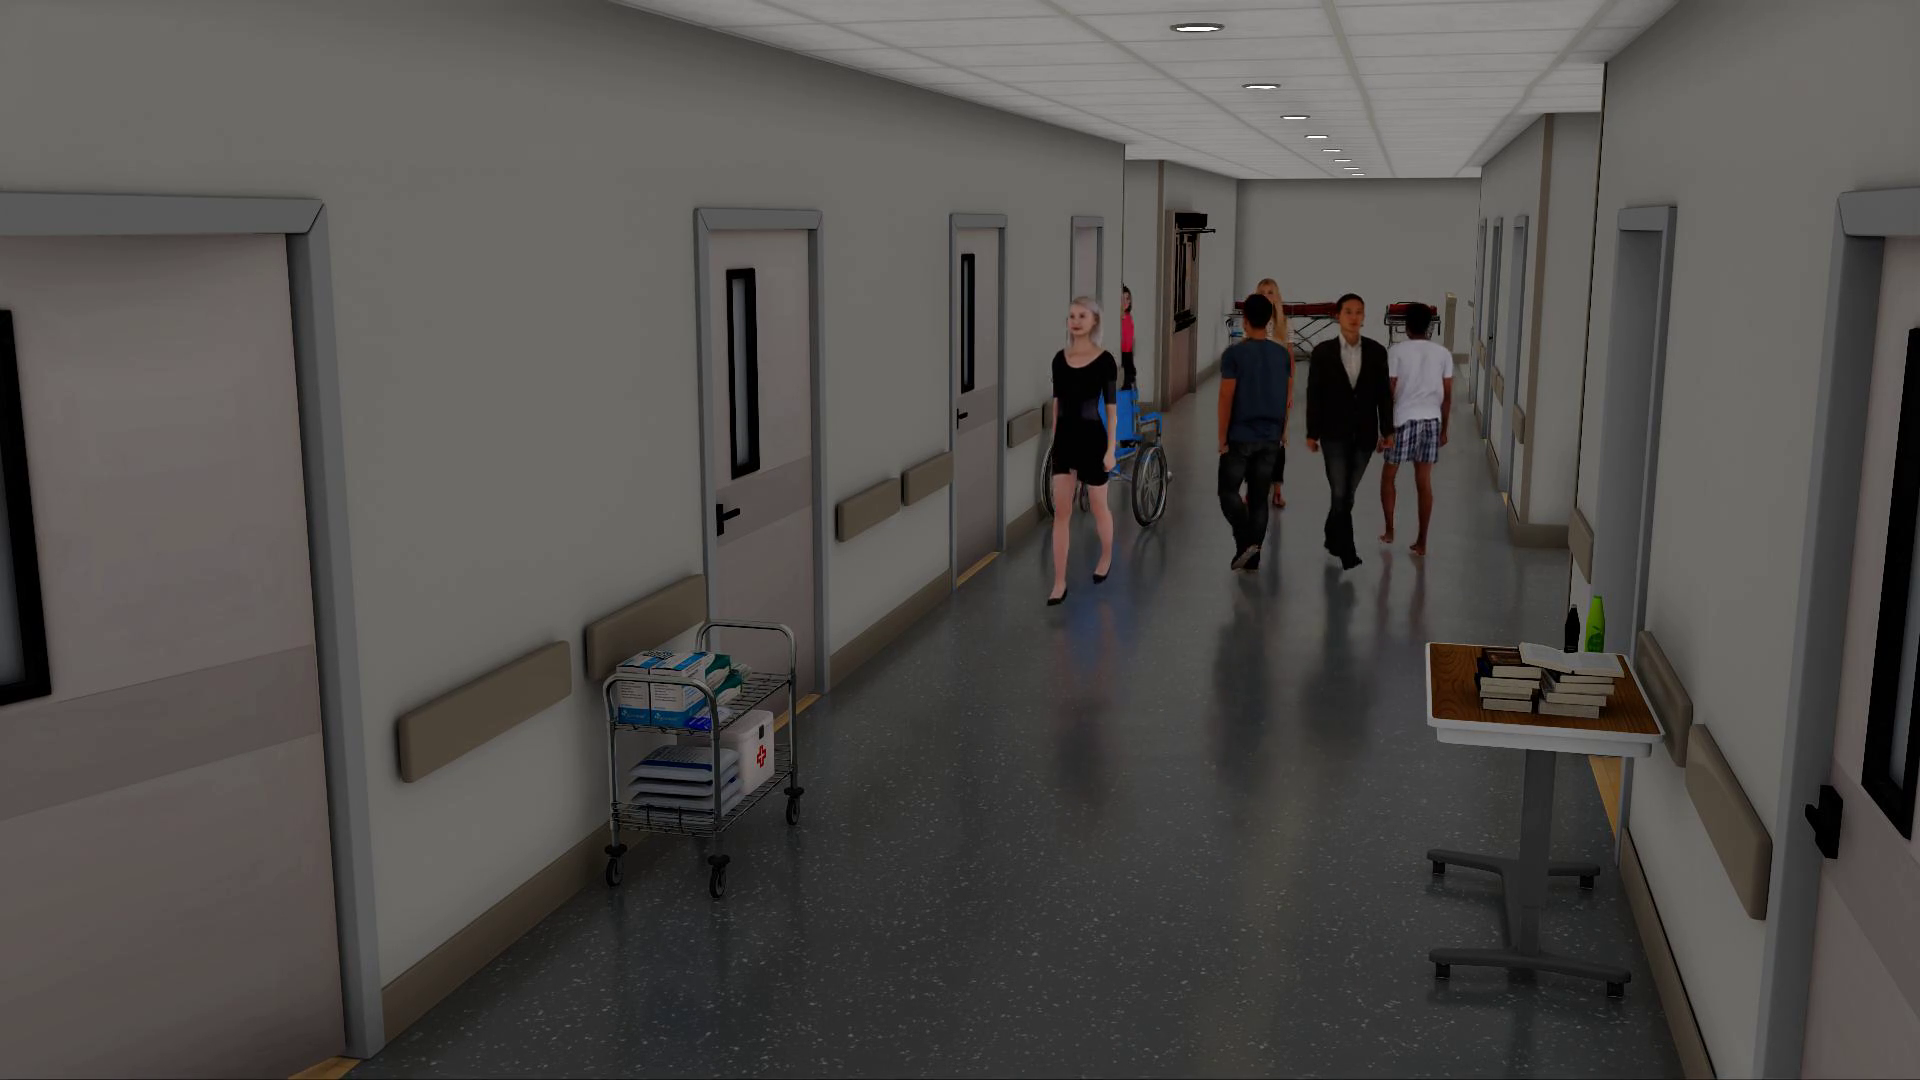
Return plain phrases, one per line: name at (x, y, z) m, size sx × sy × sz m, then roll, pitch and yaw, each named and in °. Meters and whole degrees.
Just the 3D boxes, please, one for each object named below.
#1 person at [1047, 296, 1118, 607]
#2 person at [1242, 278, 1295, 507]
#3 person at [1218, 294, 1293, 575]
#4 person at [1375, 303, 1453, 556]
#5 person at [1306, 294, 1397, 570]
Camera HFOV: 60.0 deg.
person at (0.776, -0.524, 9.993) m, size 0.724 × 1.786 × 1.180 m, roll 5°, pitch 12°, yaw 24°
person at (2.466, -1.187, 13.379) m, size 0.612 × 1.826 × 0.563 m, roll 1°, pitch 11°, yaw 7°
person at (1.904, -0.647, 10.603) m, size 0.833 × 1.799 × 0.896 m, roll -2°, pitch 11°, yaw -13°
person at (3.110, -0.737, 11.344) m, size 0.820 × 1.700 × 0.873 m, roll 0°, pitch 11°, yaw 1°
person at (2.546, -0.703, 10.994) m, size 0.950 × 1.763 × 1.224 m, roll -1°, pitch 11°, yaw -5°
